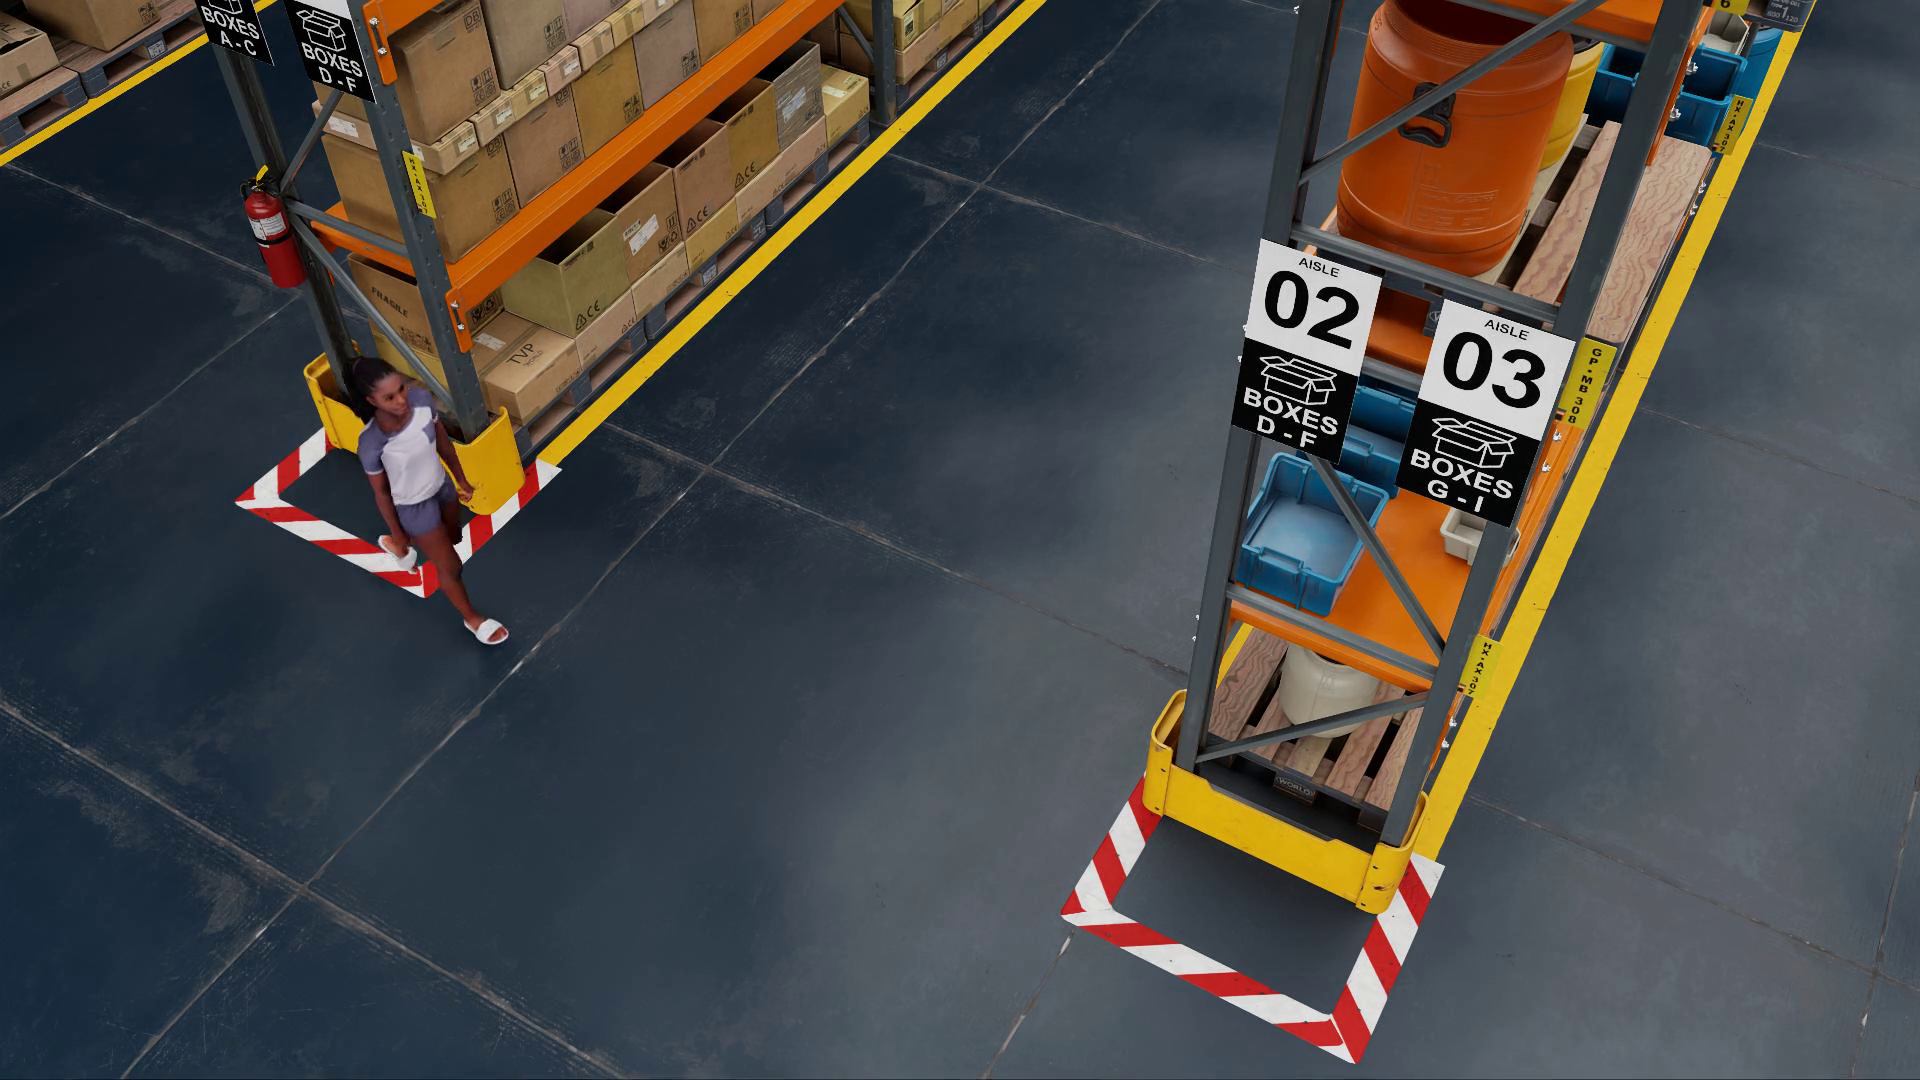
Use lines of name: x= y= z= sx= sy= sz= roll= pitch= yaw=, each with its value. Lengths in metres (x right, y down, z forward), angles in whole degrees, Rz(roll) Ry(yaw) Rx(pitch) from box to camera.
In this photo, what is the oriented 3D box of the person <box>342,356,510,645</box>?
person: x=-2.541 y=-0.213 z=7.673 sx=0.714 sy=1.701 sz=0.930 roll=20 pitch=50 yaw=17
